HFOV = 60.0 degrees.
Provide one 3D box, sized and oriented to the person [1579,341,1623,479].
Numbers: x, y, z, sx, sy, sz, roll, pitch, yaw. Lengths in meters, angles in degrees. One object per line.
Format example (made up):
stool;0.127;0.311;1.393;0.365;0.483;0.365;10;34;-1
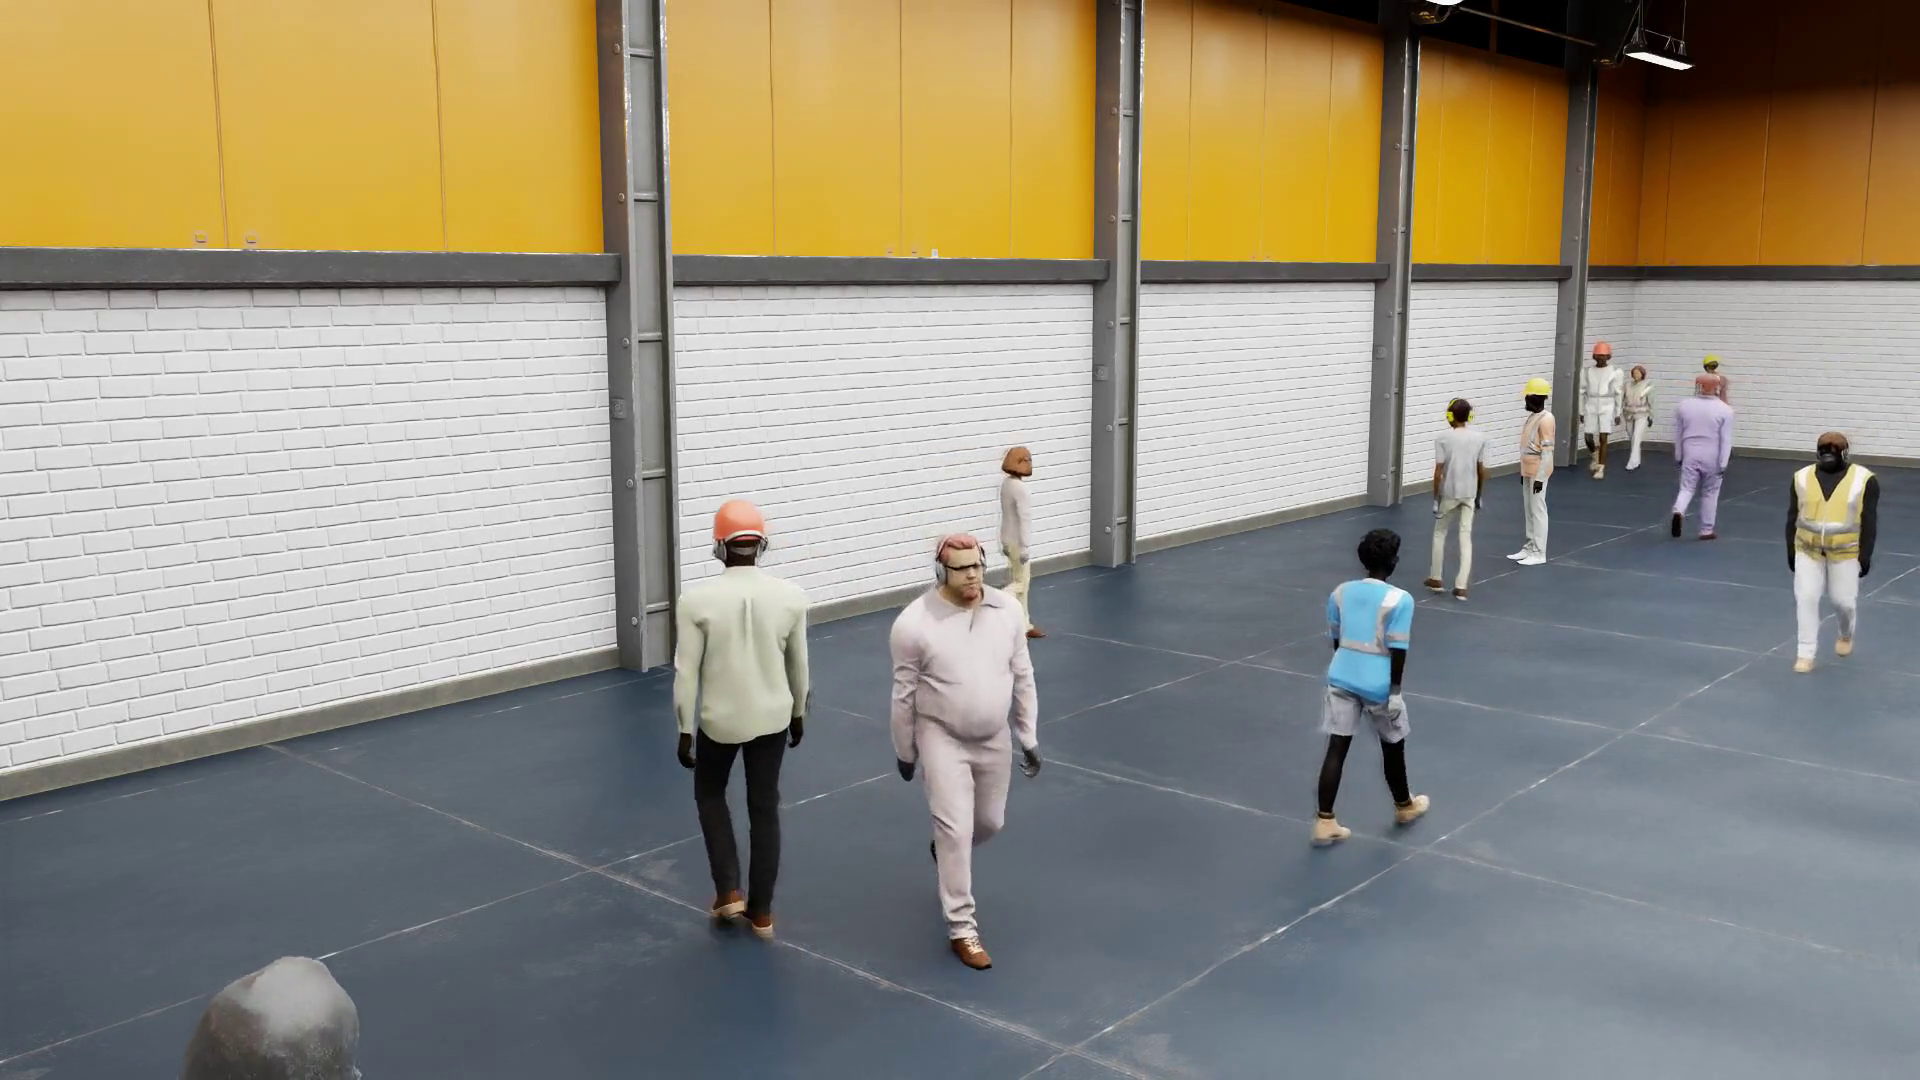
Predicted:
person;9.404;-1.910;24.422;0.615;2.029;0.563;6;11;31

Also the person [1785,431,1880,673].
person;6.563;0.077;12.546;0.629;1.828;0.668;7;12;38

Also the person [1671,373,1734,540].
person;8.271;-0.915;18.572;0.642;1.892;0.691;9;13;44

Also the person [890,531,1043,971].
person;-0.011;0.869;7.410;0.633;1.881;0.822;-5;10;-26

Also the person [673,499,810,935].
person;-0.987;0.800;7.544;0.656;1.973;0.499;-3;10;-21

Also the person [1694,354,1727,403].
person;11.713;-2.023;25.947;0.532;1.750;0.487;-2;9;-11

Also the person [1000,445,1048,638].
person;0.401;0.035;13.472;0.640;1.614;0.506;-3;10;-19

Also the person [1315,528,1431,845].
person;2.182;0.757;8.788;0.870;1.644;0.542;-8;12;-40

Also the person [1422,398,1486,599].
person;4.622;-0.402;15.503;0.542;1.835;0.829;0;9;-1

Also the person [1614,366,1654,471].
person;10.379;-1.876;25.540;0.851;1.596;0.517;-9;12;-43

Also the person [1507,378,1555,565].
person;5.916;-0.706;17.139;0.361;1.930;0.587;0;9;2
